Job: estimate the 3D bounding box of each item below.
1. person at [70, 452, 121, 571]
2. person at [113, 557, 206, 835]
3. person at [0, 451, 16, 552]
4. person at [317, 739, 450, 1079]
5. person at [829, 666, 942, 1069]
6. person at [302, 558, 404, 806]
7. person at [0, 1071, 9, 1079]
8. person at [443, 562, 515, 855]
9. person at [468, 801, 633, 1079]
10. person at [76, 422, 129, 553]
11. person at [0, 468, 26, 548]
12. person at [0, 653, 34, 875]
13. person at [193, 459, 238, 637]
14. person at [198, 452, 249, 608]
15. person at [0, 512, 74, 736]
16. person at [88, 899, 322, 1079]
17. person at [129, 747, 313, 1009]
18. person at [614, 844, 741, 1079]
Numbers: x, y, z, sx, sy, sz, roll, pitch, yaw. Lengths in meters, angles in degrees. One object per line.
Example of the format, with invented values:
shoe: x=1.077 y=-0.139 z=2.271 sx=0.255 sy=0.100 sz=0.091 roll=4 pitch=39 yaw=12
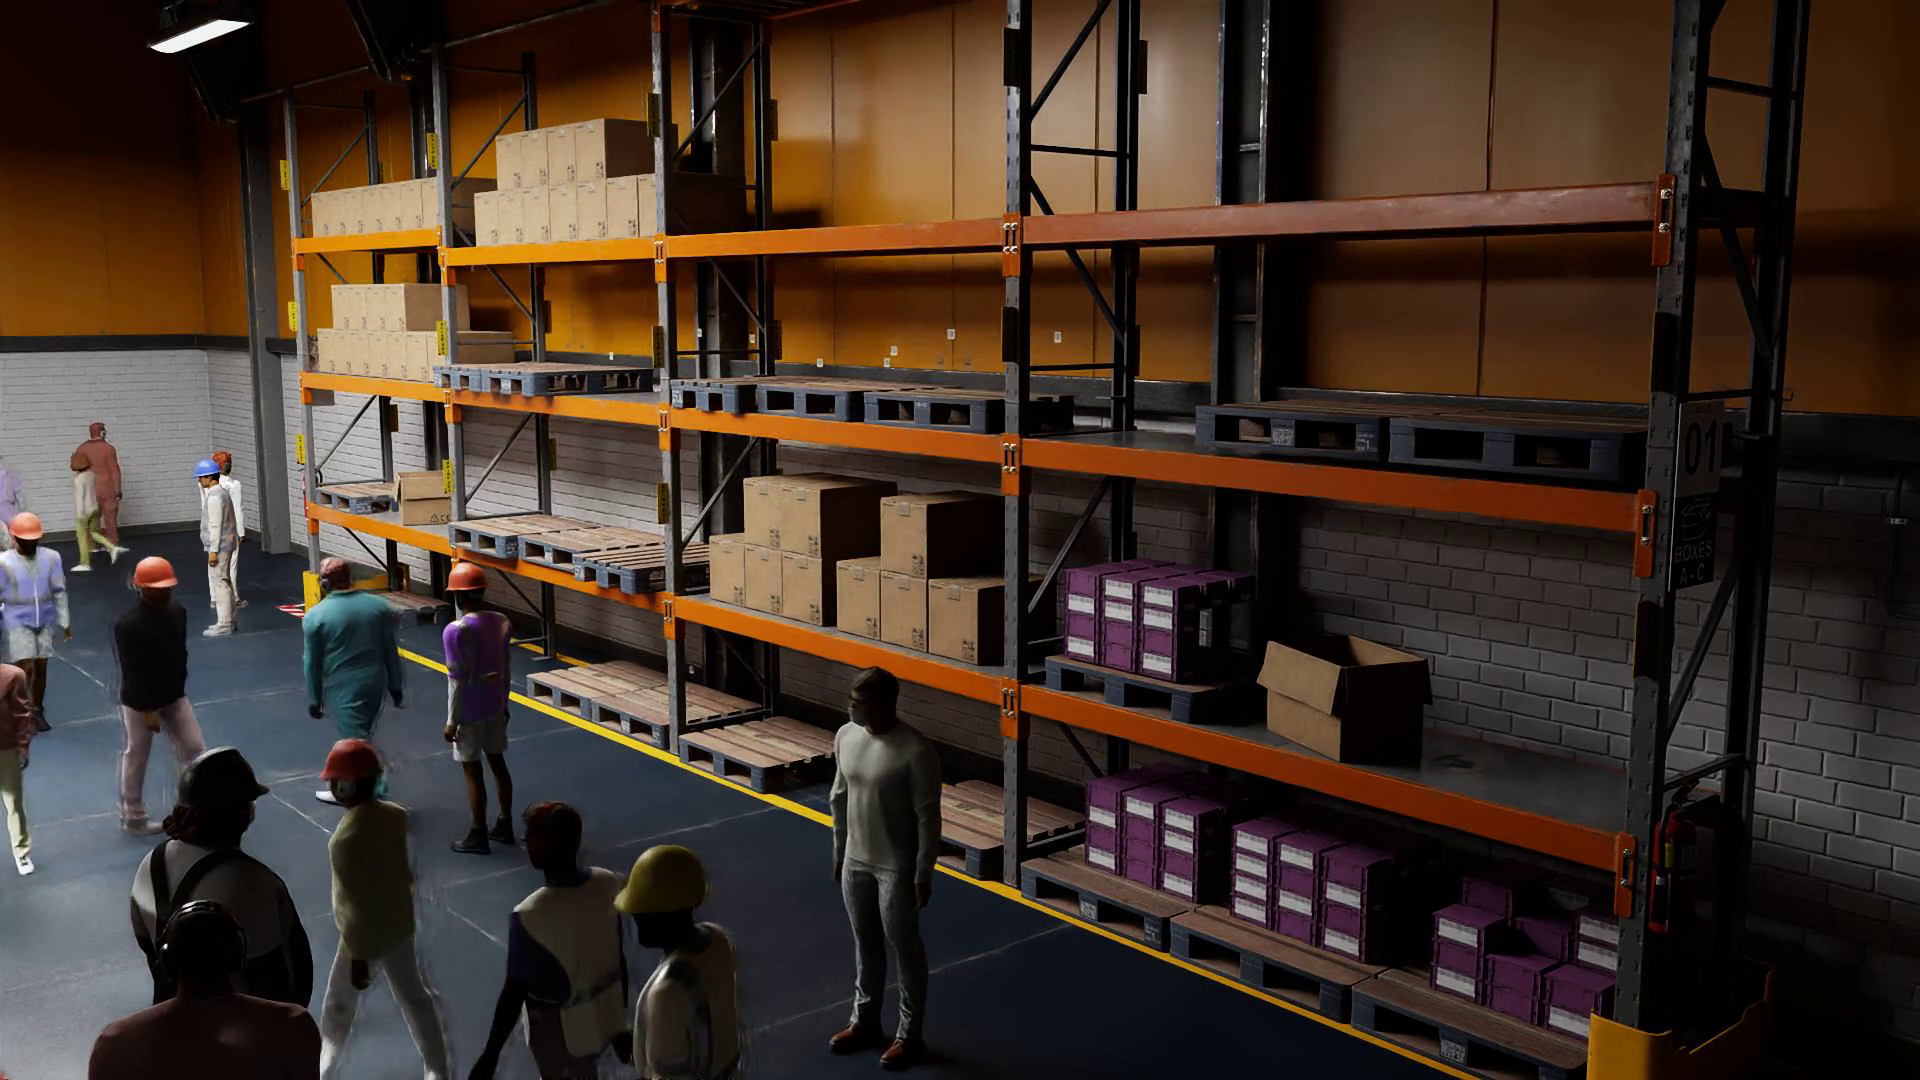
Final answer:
person: x=-11.741 y=-0.386 z=22.461 sx=0.541 sy=1.619 sz=0.508 roll=0 pitch=8 yaw=-1
person: x=-5.315 y=1.077 z=11.192 sx=1.008 sy=1.940 sz=0.613 roll=3 pitch=9 yaw=21
person: x=-11.860 y=-0.218 z=20.313 sx=0.610 sy=1.910 sz=0.639 roll=-3 pitch=9 yaw=-18
person: x=-2.694 y=1.731 z=7.456 sx=0.881 sy=1.702 sz=0.586 roll=2 pitch=8 yaw=12
person: x=-0.366 y=1.546 z=7.961 sx=0.630 sy=1.936 sz=0.366 roll=7 pitch=10 yaw=38
person: x=-4.258 y=1.050 z=11.717 sx=0.933 sy=1.860 sz=0.653 roll=5 pitch=10 yaw=34
person: x=-2.182 y=2.140 z=3.629 sx=0.658 sy=2.008 sz=0.620 roll=6 pitch=10 yaw=35
person: x=-3.214 y=1.107 z=11.015 sx=0.378 sy=1.932 sz=0.551 roll=4 pitch=9 yaw=28
person: x=-1.498 y=1.863 z=6.267 sx=0.958 sy=1.796 sz=0.566 roll=3 pitch=9 yaw=17
person: x=-12.382 y=-0.751 z=24.024 sx=0.640 sy=1.910 sz=0.409 roll=2 pitch=8 yaw=11
person: x=-11.931 y=-0.248 z=20.657 sx=0.662 sy=1.867 sz=0.907 roll=-7 pitch=11 yaw=-39
person: x=-6.125 y=1.339 z=10.483 sx=0.502 sy=1.627 sz=0.283 roll=-4 pitch=9 yaw=-24
person: x=-8.118 y=0.081 z=18.178 sx=0.420 sy=1.932 sz=0.618 roll=-3 pitch=9 yaw=-18
person: x=-8.723 y=-0.112 z=19.709 sx=0.568 sy=1.878 sz=0.350 roll=2 pitch=8 yaw=14
person: x=-7.790 y=0.702 z=13.967 sx=0.577 sy=1.902 sz=0.549 roll=6 pitch=10 yaw=38
person: x=-2.166 y=1.987 z=4.885 sx=0.631 sy=1.940 sz=0.370 roll=-2 pitch=8 yaw=-14
person: x=-2.668 y=1.753 z=6.163 sx=0.680 sy=2.000 sz=0.537 roll=4 pitch=9 yaw=28
person: x=-0.900 y=1.922 z=5.479 sx=0.494 sy=1.933 sz=0.616 roll=2 pitch=8 yaw=11
